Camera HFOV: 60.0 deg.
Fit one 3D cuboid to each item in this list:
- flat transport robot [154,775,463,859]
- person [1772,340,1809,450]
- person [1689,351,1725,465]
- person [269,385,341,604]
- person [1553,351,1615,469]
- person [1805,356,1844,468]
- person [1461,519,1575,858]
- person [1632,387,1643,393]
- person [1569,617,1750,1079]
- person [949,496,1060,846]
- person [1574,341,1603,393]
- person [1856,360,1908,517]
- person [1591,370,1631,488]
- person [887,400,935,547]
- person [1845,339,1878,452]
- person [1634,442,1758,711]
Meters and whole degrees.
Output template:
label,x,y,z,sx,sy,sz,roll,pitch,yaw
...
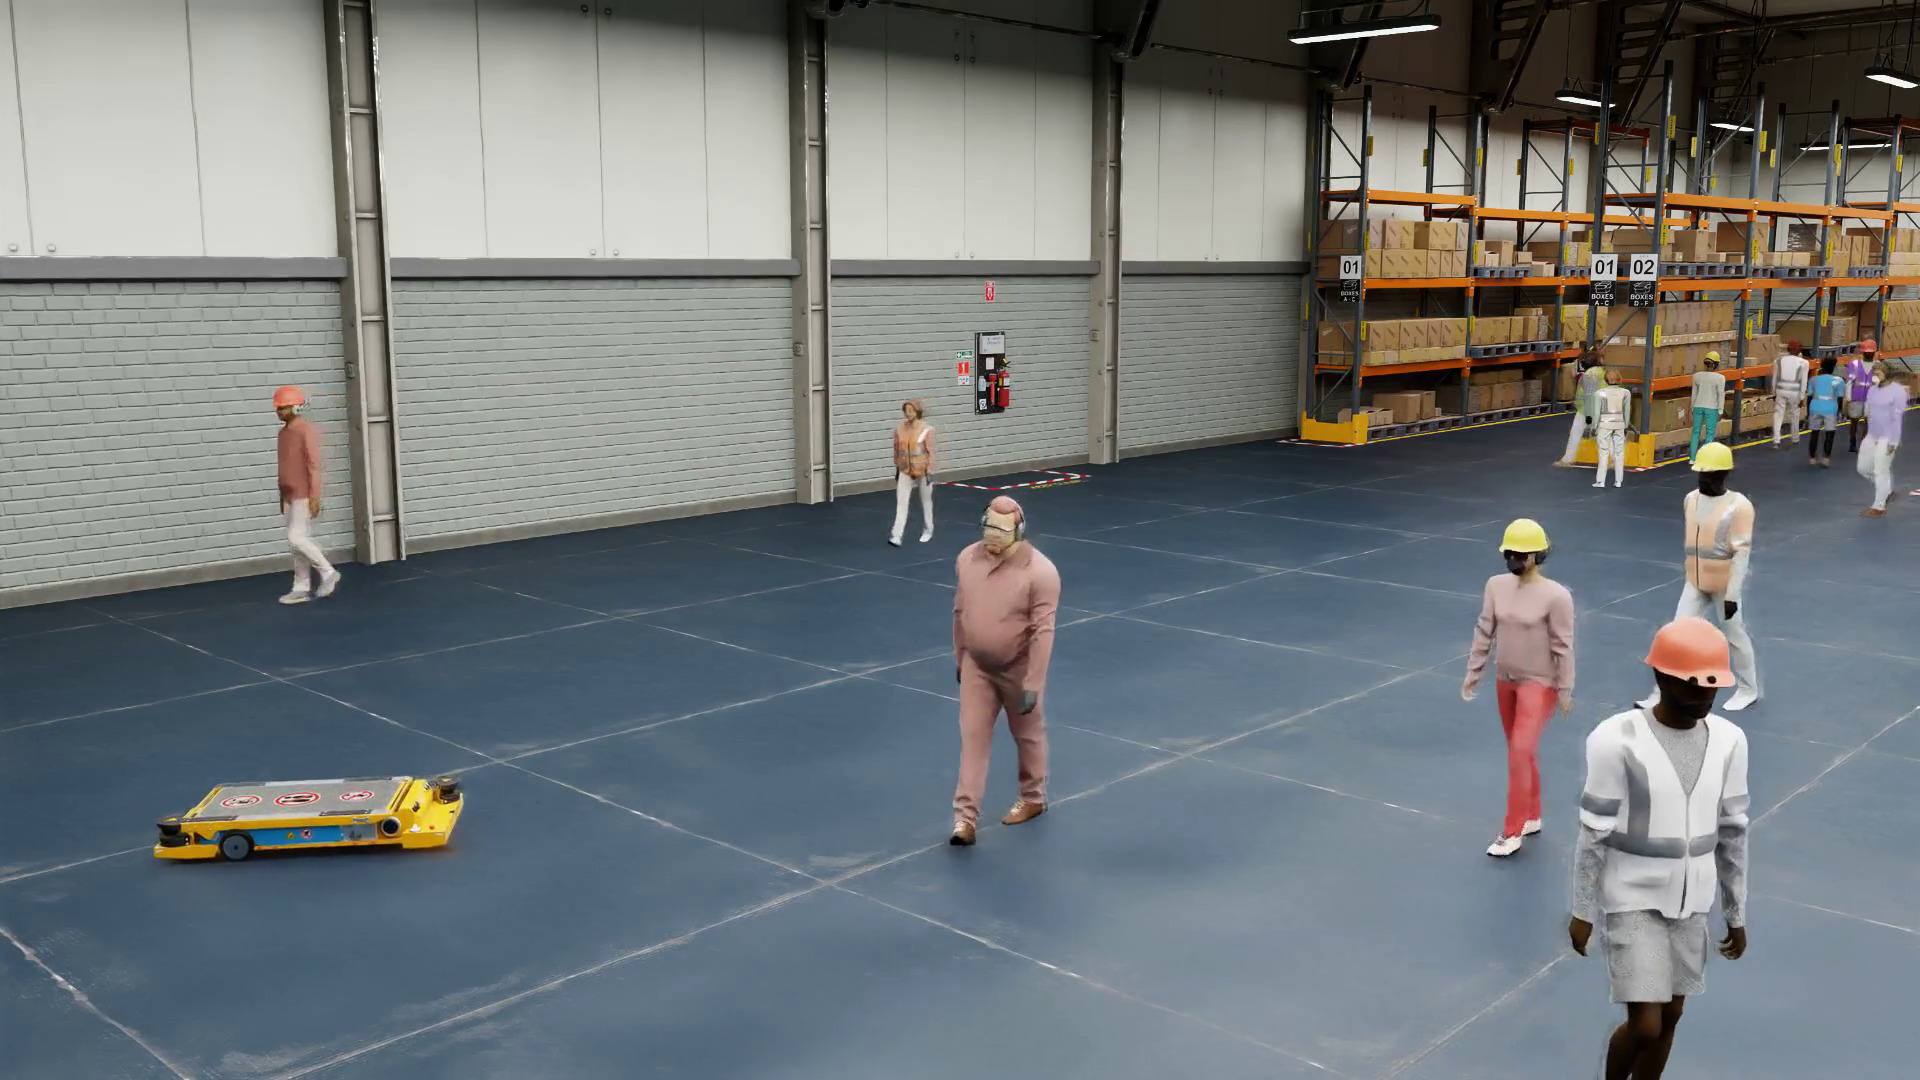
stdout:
label,x,y,z,sx,sy,sz,roll,pitch,yaw
flat transport robot,-3.426,1.460,8.833,1.431,0.197,0.652,-1,9,-8
person,13.851,-2.428,27.794,0.593,1.831,0.985,8,12,41
person,11.428,-2.002,25.425,0.339,1.757,0.518,-8,12,-39
person,-5.970,-0.405,14.985,0.643,1.984,0.442,8,12,41
person,9.518,-1.951,25.023,0.970,1.797,0.627,8,13,42
person,13.150,-1.953,25.304,0.317,1.696,0.541,-8,12,-41
person,2.856,0.758,8.635,0.741,1.741,0.541,-5,11,-29
person,13.537,-3.248,32.987,0.525,1.769,0.310,9,13,42
person,2.316,1.187,5.469,0.566,1.919,0.429,-2,9,-11
person,0.210,0.681,8.783,0.667,1.853,0.943,5,11,28
person,10.549,-2.446,27.872,0.522,1.834,0.409,7,12,38
person,11.213,-1.225,20.190,0.482,1.919,0.623,-2,9,-10
person,8.934,-1.519,22.840,0.514,1.639,0.309,0,9,-1
person,-0.509,-0.725,18.111,0.538,1.585,0.851,4,10,23
person,14.654,-2.318,26.992,0.555,1.898,0.986,4,10,23
person,5.073,0.275,11.213,1.050,1.873,0.602,-4,10,-23
